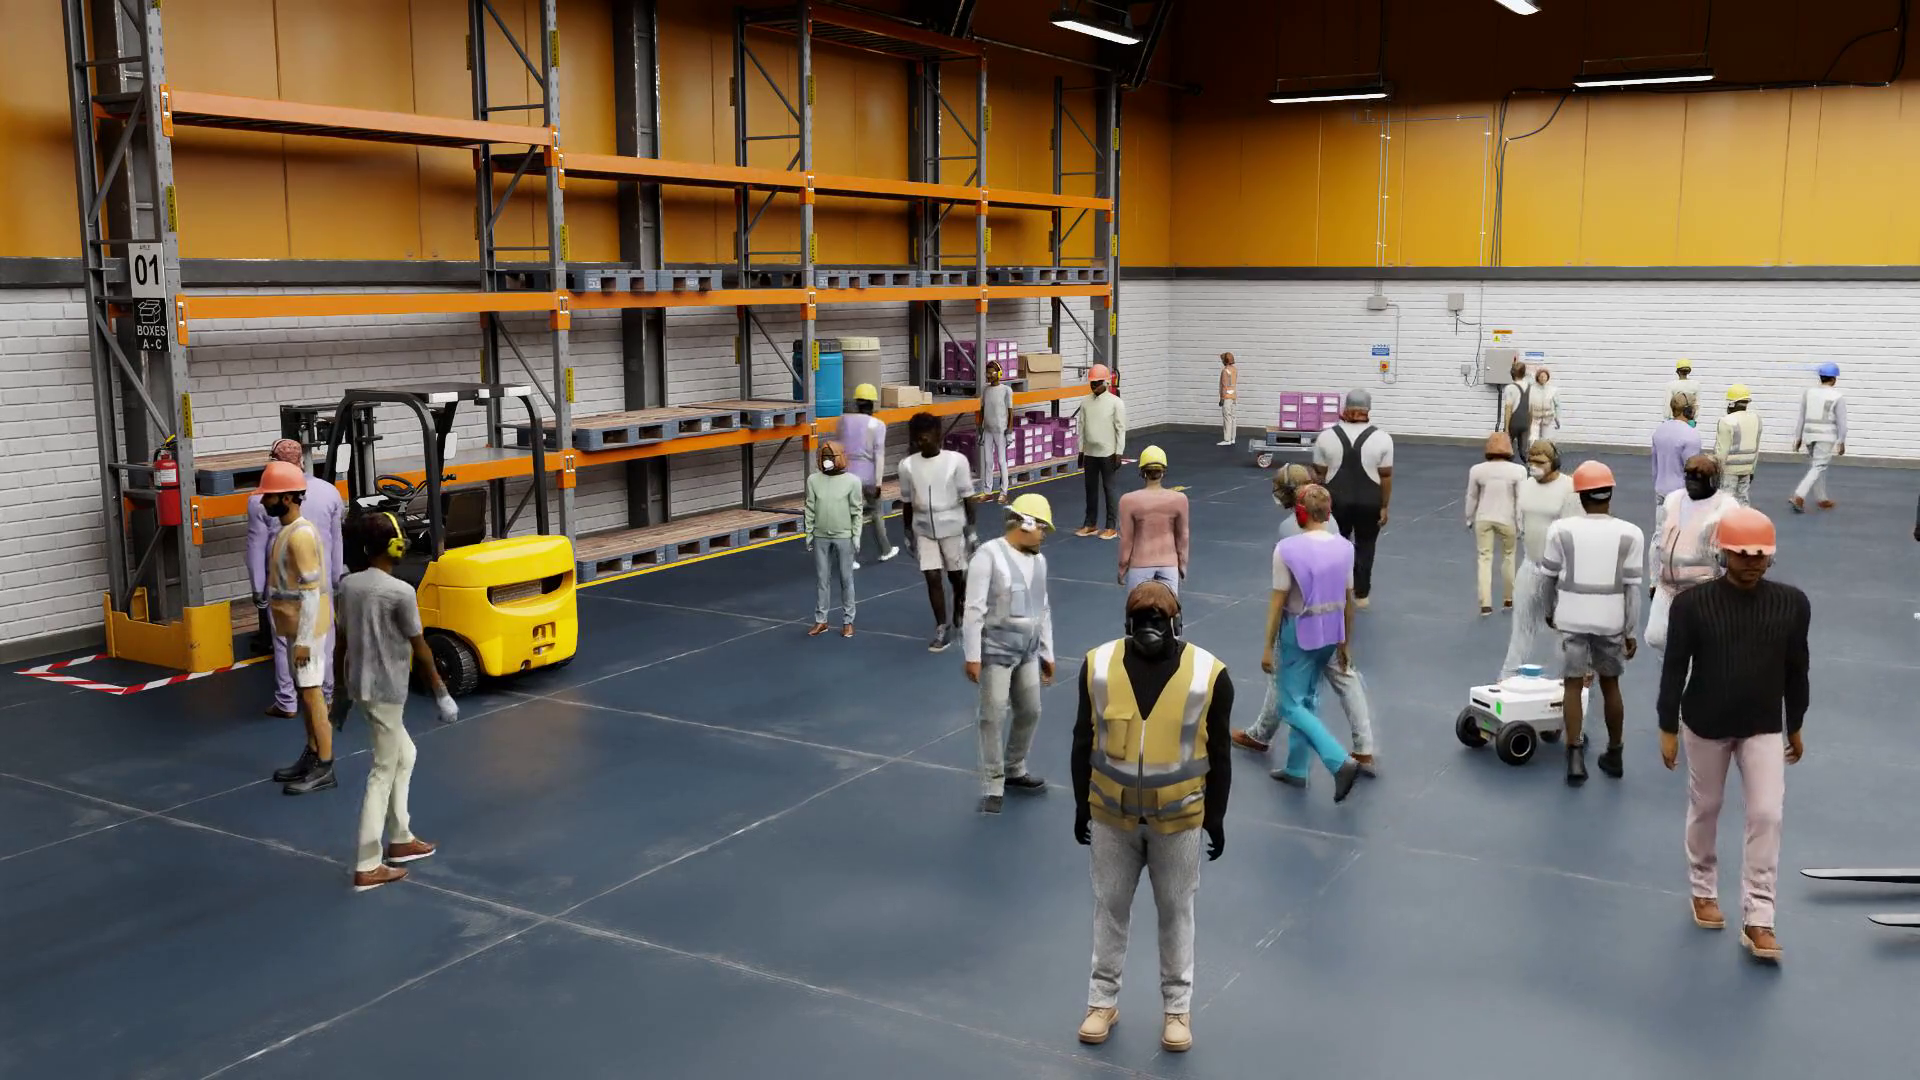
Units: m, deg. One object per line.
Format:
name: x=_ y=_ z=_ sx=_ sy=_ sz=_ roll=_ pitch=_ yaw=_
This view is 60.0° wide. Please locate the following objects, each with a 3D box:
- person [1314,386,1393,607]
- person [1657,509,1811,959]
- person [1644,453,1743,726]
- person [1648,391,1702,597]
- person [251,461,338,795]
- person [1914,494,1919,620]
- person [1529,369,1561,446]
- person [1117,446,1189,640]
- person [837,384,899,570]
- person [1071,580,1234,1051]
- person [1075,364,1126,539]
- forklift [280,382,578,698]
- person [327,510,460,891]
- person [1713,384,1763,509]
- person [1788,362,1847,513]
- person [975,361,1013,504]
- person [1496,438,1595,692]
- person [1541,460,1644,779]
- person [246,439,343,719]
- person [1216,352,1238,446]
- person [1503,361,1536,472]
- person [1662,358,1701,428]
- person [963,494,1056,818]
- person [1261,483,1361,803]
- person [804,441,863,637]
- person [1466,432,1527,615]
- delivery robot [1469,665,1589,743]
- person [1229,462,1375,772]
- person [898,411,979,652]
person: x=3.486 y=-0.369 z=14.777 sx=0.691 sy=2.000 sz=0.781 roll=4 pitch=10 yaw=21
person: x=3.453 y=0.851 z=7.376 sx=0.660 sy=1.964 sz=0.857 roll=2 pitch=9 yaw=12
person: x=4.883 y=0.329 z=11.072 sx=0.442 sy=1.831 sz=0.651 roll=-4 pitch=10 yaw=-26
person: x=6.587 y=-0.398 z=15.278 sx=0.372 sy=1.940 sz=0.630 roll=-2 pitch=9 yaw=-11
person: x=-3.853 y=0.508 z=9.639 sx=0.377 sy=1.934 sz=0.553 roll=-5 pitch=10 yaw=-27
person: x=8.389 y=-0.168 z=13.999 sx=0.598 sy=1.891 sz=0.817 roll=-1 pitch=9 yaw=-6
person: x=8.642 y=-1.739 z=24.721 sx=0.516 sy=1.590 sz=0.894 roll=1 pitch=9 yaw=8
person: x=1.400 y=0.194 z=12.127 sx=0.533 sy=1.765 sz=0.330 roll=-1 pitch=9 yaw=-6
person: x=-0.963 y=-0.658 z=17.049 sx=0.604 sy=1.880 sz=0.947 roll=4 pitch=10 yaw=24
person: x=0.732 y=1.062 z=6.465 sx=0.620 sy=1.845 sz=0.430 roll=2 pitch=9 yaw=15
person: x=1.579 y=-1.005 z=18.898 sx=0.623 sy=1.989 sz=0.401 roll=8 pitch=12 yaw=40
forklift: x=-3.974 y=-0.067 z=12.417 sx=2.313 sy=2.155 sz=1.214 roll=5 pitch=11 yaw=30
person: x=-2.790 y=0.774 z=8.261 sx=0.535 sy=1.838 sz=0.741 roll=7 pitch=11 yaw=37
person: x=8.309 y=-0.762 z=17.879 sx=0.600 sy=1.831 sz=0.404 roll=-4 pitch=10 yaw=-26
person: x=10.806 y=-1.289 z=20.957 sx=0.949 sy=1.914 sz=0.629 roll=-4 pitch=10 yaw=-23
person: x=0.454 y=-1.403 z=21.768 sx=0.534 sy=1.868 sz=0.310 roll=6 pitch=11 yaw=32
person: x=4.184 y=0.208 z=11.746 sx=1.067 sy=1.882 sz=0.644 roll=-5 pitch=11 yaw=-30
person: x=3.733 y=0.483 z=9.871 sx=0.556 sy=1.906 sz=0.646 roll=3 pitch=9 yaw=16
person: x=-4.521 y=0.259 z=11.314 sx=0.644 sy=1.900 sz=0.399 roll=-8 pitch=12 yaw=-40
person: x=4.696 y=-2.468 z=29.133 sx=0.309 sy=1.640 sz=0.511 roll=5 pitch=11 yaw=31
person: x=7.735 y=-1.561 z=22.945 sx=0.516 sy=1.817 sz=0.844 roll=-3 pitch=10 yaw=-20
person: x=10.628 y=-1.795 z=24.531 sx=0.523 sy=1.769 sz=0.314 roll=0 pitch=9 yaw=0
person: x=0.283 y=0.640 z=9.320 sx=0.673 sy=1.781 sz=0.409 roll=-9 pitch=12 yaw=-43
person: x=2.028 y=0.590 z=9.471 sx=0.579 sy=1.817 sz=0.724 roll=-6 pitch=11 yaw=-33
person: x=-1.053 y=-0.010 z=13.805 sx=0.504 sy=1.633 sz=0.279 roll=2 pitch=9 yaw=14
person: x=4.766 y=-0.156 z=14.759 sx=0.527 sy=1.604 sz=0.682 roll=5 pitch=10 yaw=27
delivery robot: x=3.563 y=1.025 z=10.412 sx=0.707 sy=0.478 sz=0.477 roll=-3 pitch=9 yaw=-18
person: x=2.110 y=0.471 z=10.102 sx=1.032 sy=1.872 sz=0.658 roll=8 pitch=12 yaw=40
person: x=-0.149 y=-0.099 z=13.485 sx=0.668 sy=1.925 sz=0.784 roll=2 pitch=9 yaw=14
